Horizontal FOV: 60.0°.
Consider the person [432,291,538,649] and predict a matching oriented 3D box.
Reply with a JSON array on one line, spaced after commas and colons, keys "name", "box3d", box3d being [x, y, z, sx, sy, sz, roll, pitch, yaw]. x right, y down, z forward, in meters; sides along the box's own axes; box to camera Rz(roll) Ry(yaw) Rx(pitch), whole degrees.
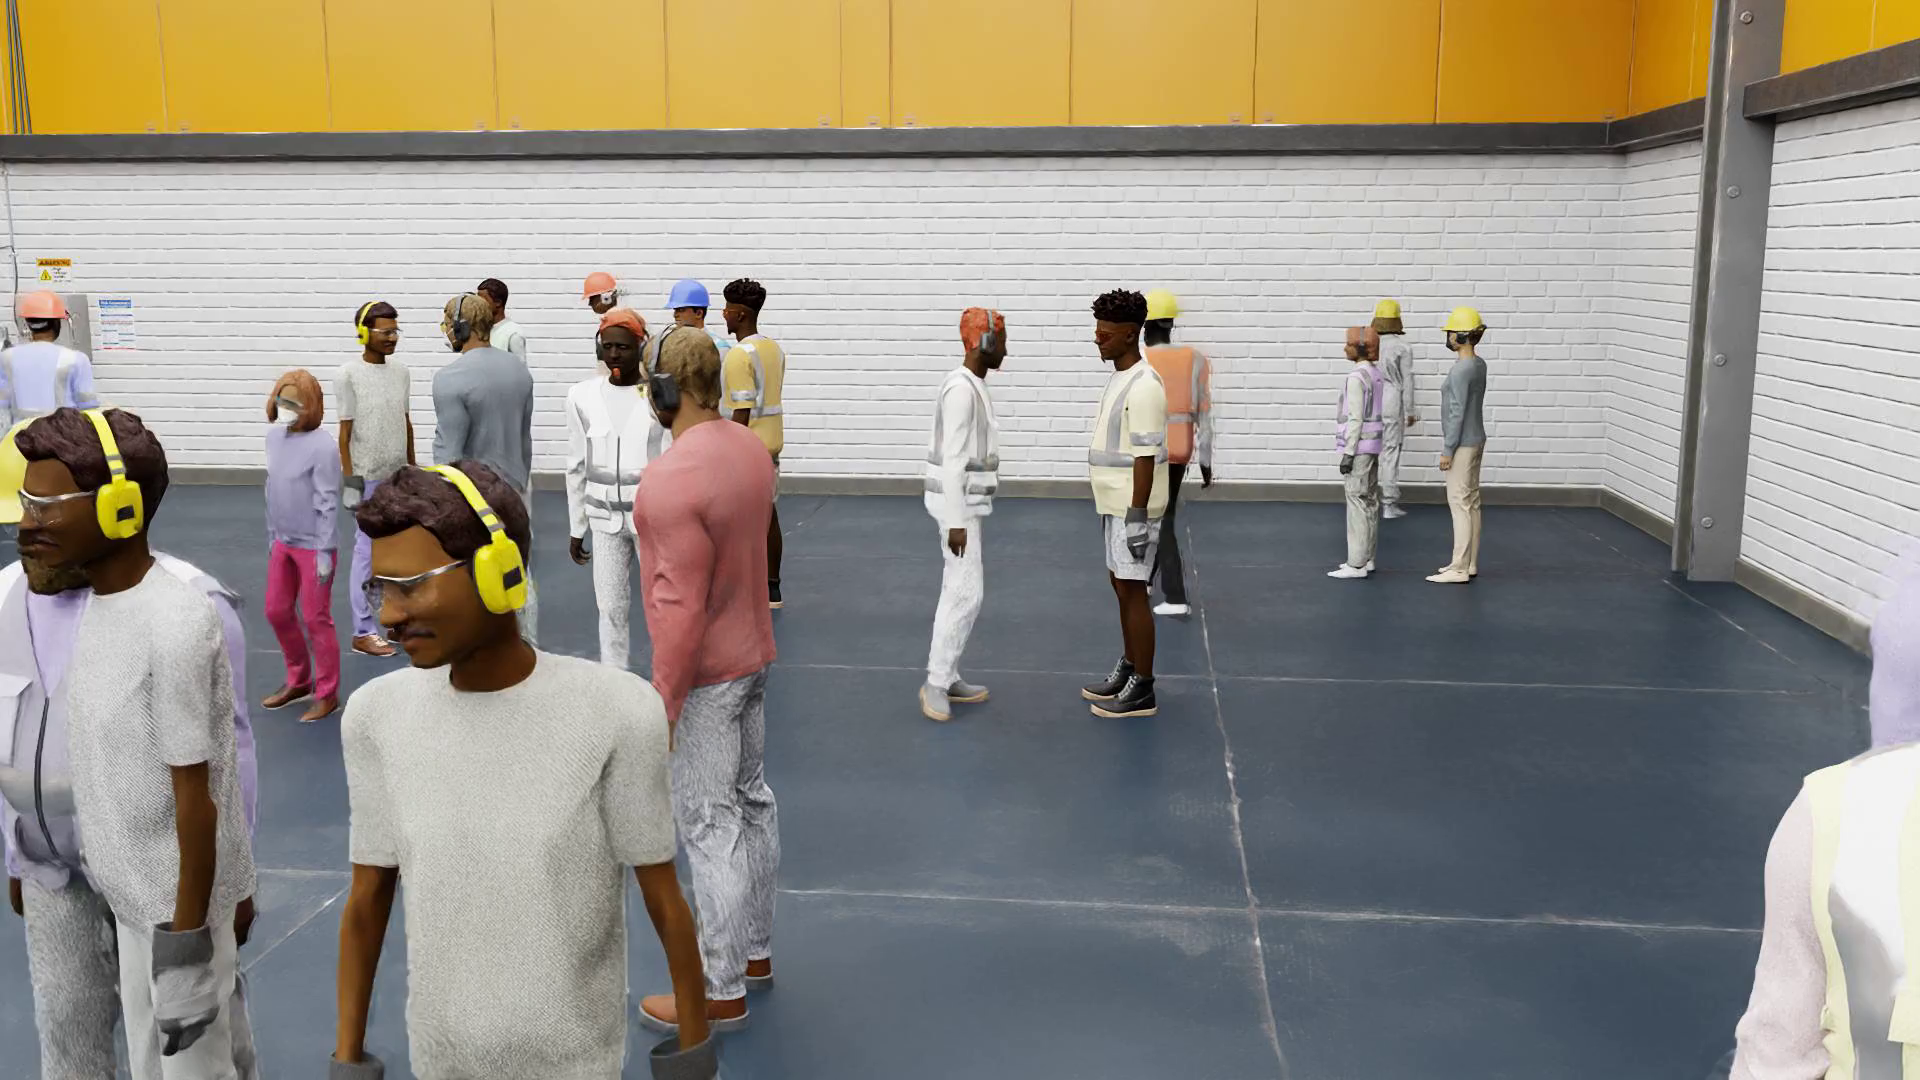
[{"name": "person", "box3d": [-2.255, -0.204, 7.900, 0.359, 1.932, 0.628, 4, 11, 24]}]

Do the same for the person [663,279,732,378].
[{"name": "person", "box3d": [-1.633, -0.629, 10.281, 0.605, 1.948, 0.390, 8, 13, 40]}]

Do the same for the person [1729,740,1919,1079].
[{"name": "person", "box3d": [1.163, 0.901, 1.829, 0.634, 1.839, 0.429, 6, 12, 31]}]

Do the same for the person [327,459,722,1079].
[{"name": "person", "box3d": [-0.652, 0.814, 2.361, 0.571, 1.828, 0.707, 2, 10, 11]}]

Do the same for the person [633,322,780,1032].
[{"name": "person", "box3d": [-0.699, 0.379, 4.548, 0.373, 1.936, 0.627, 2, 10, 14]}]

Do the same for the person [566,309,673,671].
[{"name": "person", "box3d": [-1.431, -0.062, 7.246, 0.579, 1.878, 0.352, 1, 10, 8]}]

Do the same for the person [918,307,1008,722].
[{"name": "person", "box3d": [0.001, -0.130, 7.643, 0.421, 1.865, 0.627, 1, 10, 7]}]

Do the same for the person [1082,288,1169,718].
[{"name": "person", "box3d": [0.763, -0.167, 7.619, 0.374, 1.958, 0.607, -1, 10, -5]}]

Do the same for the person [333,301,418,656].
[{"name": "person", "box3d": [-3.052, -0.321, 8.775, 0.323, 1.861, 0.515, 5, 11, 27]}]

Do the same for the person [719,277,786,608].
[{"name": "person", "box3d": [-1.217, -0.528, 9.645, 0.367, 1.966, 0.604, 3, 10, 15]}]

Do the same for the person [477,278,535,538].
[{"name": "person", "box3d": [-3.336, -0.946, 12.175, 0.399, 1.920, 0.590, -8, 13, -40]}]

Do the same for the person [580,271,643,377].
[{"name": "person", "box3d": [-2.666, -1.085, 12.843, 0.468, 1.959, 0.648, -1, 10, -3]}]

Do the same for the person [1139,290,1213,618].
[{"name": "person", "box3d": [1.146, -0.519, 9.831, 0.604, 1.884, 0.978, -4, 11, -23]}]

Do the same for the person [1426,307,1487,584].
[{"name": "person", "box3d": [3.194, -0.600, 10.638, 0.312, 1.768, 0.522, 6, 12, 31]}]

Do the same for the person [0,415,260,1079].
[{"name": "person", "box3d": [-1.751, 0.651, 3.459, 0.631, 1.812, 0.656, 2, 10, 10]}]

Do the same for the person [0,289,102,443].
[{"name": "person", "box3d": [-5.568, -0.592, 10.259, 0.563, 1.879, 1.012, -1, 10, -3]}]

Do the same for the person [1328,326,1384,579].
[{"name": "person", "box3d": [2.593, -0.564, 10.794, 0.306, 1.638, 0.522, 5, 11, 28]}]

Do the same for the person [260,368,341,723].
[{"name": "person", "box3d": [-2.947, 0.033, 7.461, 0.571, 1.606, 0.316, 7, 12, 33]}]

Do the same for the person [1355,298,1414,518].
[{"name": "person", "box3d": [3.372, -1.043, 13.243, 0.492, 1.745, 0.310, 8, 13, 40]}]

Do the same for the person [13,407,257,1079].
[{"name": "person", "box3d": [-1.455, 0.686, 3.011, 0.329, 1.864, 0.505, -9, 13, -42]}]
